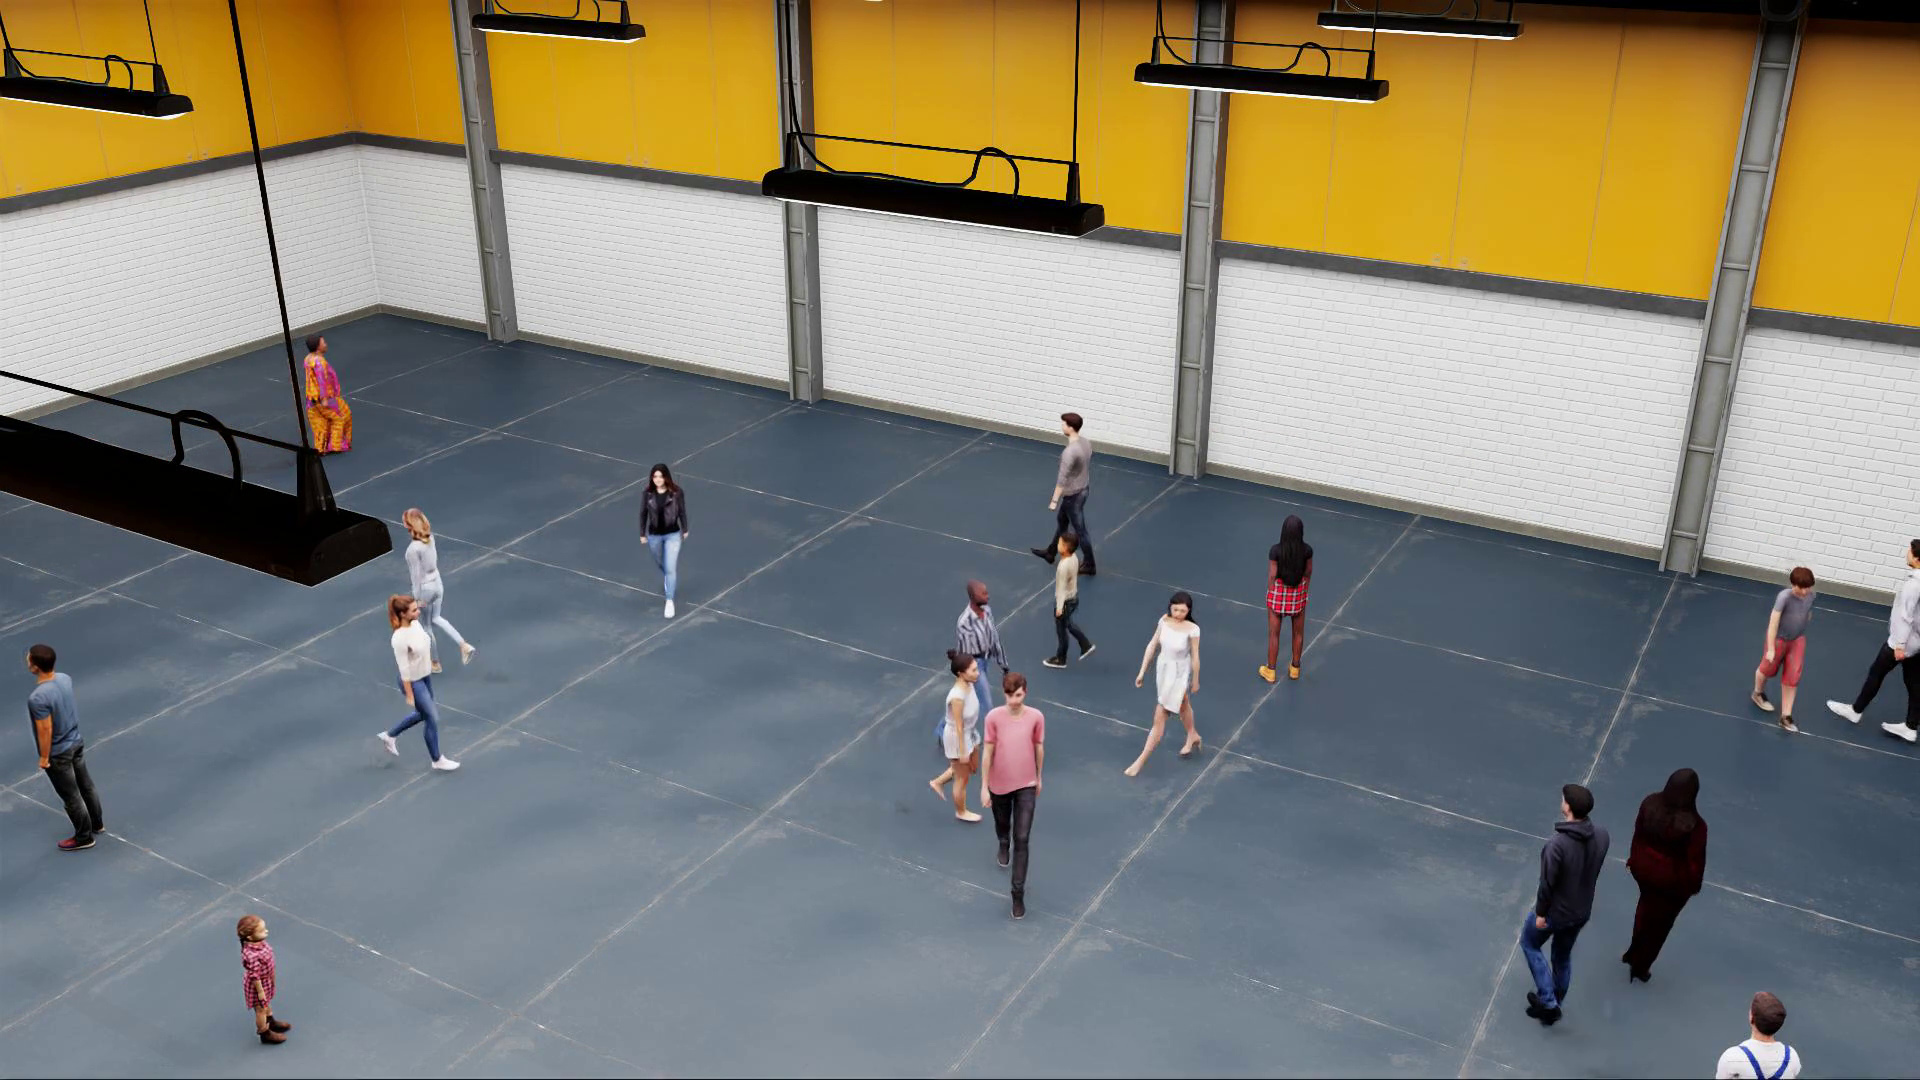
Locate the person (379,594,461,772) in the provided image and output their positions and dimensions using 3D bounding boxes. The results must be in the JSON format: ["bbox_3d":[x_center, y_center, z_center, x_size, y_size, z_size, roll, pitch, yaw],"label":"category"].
[{"bbox_3d":[-4.844,1.262,14.583,1.068,1.701,0.883,2,24,4],"label":"person"}]

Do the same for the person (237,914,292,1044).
[{"bbox_3d":[-4.820,3.004,11.445,0.553,1.021,0.498,-4,24,-10],"label":"person"}]

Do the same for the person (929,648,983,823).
[{"bbox_3d":[-0.067,1.635,13.839,0.773,1.613,0.668,6,24,12],"label":"person"}]

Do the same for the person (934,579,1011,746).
[{"bbox_3d":[0.059,1.158,14.769,1.178,1.742,0.703,11,26,23],"label":"person"}]

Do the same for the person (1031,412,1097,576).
[{"bbox_3d":[1.354,-0.478,18.343,1.103,1.877,0.848,9,25,19],"label":"person"}]

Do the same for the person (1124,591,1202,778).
[{"bbox_3d":[1.947,1.226,14.643,0.957,1.718,1.224,-18,30,-36],"label":"person"}]

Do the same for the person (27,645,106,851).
[{"bbox_3d":[-7.297,1.666,13.522,0.723,1.810,0.727,0,24,0],"label":"person"}]

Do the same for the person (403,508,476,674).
[{"bbox_3d":[-5.097,0.518,16.186,0.963,1.779,0.751,6,24,13],"label":"person"}]

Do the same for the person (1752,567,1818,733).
[{"bbox_3d":[7.664,0.920,15.496,1.056,1.596,0.984,-3,24,-8],"label":"person"}]

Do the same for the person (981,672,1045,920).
[{"bbox_3d":[0.404,1.859,12.951,1.256,1.914,1.128,0,24,1],"label":"person"}]

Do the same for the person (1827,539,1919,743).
[{"bbox_3d":[8.683,0.951,15.054,0.944,1.894,1.135,-18,29,-35],"label":"person"}]

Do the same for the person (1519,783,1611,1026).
[{"bbox_3d":[4.186,2.566,11.379,0.820,1.877,0.873,-8,25,-18],"label":"person"}]

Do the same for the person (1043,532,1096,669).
[{"bbox_3d":[1.112,0.601,16.399,0.789,1.458,0.644,7,25,16],"label":"person"}]

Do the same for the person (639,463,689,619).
[{"bbox_3d":[-3.147,-0.058,17.736,1.150,1.594,1.085,-1,24,-1],"label":"person"}]

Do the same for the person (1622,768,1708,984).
[{"bbox_3d":[4.952,2.423,11.872,0.908,1.744,0.850,-14,27,-29],"label":"person"}]

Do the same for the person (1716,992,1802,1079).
[{"bbox_3d":[4.477,3.454,9.442,1.204,1.802,1.072,1,24,2],"label":"person"}]

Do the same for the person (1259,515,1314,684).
[{"bbox_3d":[3.181,0.561,16.151,0.711,1.729,0.781,-4,24,-9],"label":"person"}]

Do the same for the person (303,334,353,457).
[{"bbox_3d":[-8.435,-1.893,21.854,0.854,1.659,0.797,-18,29,-35],"label":"person"}]
